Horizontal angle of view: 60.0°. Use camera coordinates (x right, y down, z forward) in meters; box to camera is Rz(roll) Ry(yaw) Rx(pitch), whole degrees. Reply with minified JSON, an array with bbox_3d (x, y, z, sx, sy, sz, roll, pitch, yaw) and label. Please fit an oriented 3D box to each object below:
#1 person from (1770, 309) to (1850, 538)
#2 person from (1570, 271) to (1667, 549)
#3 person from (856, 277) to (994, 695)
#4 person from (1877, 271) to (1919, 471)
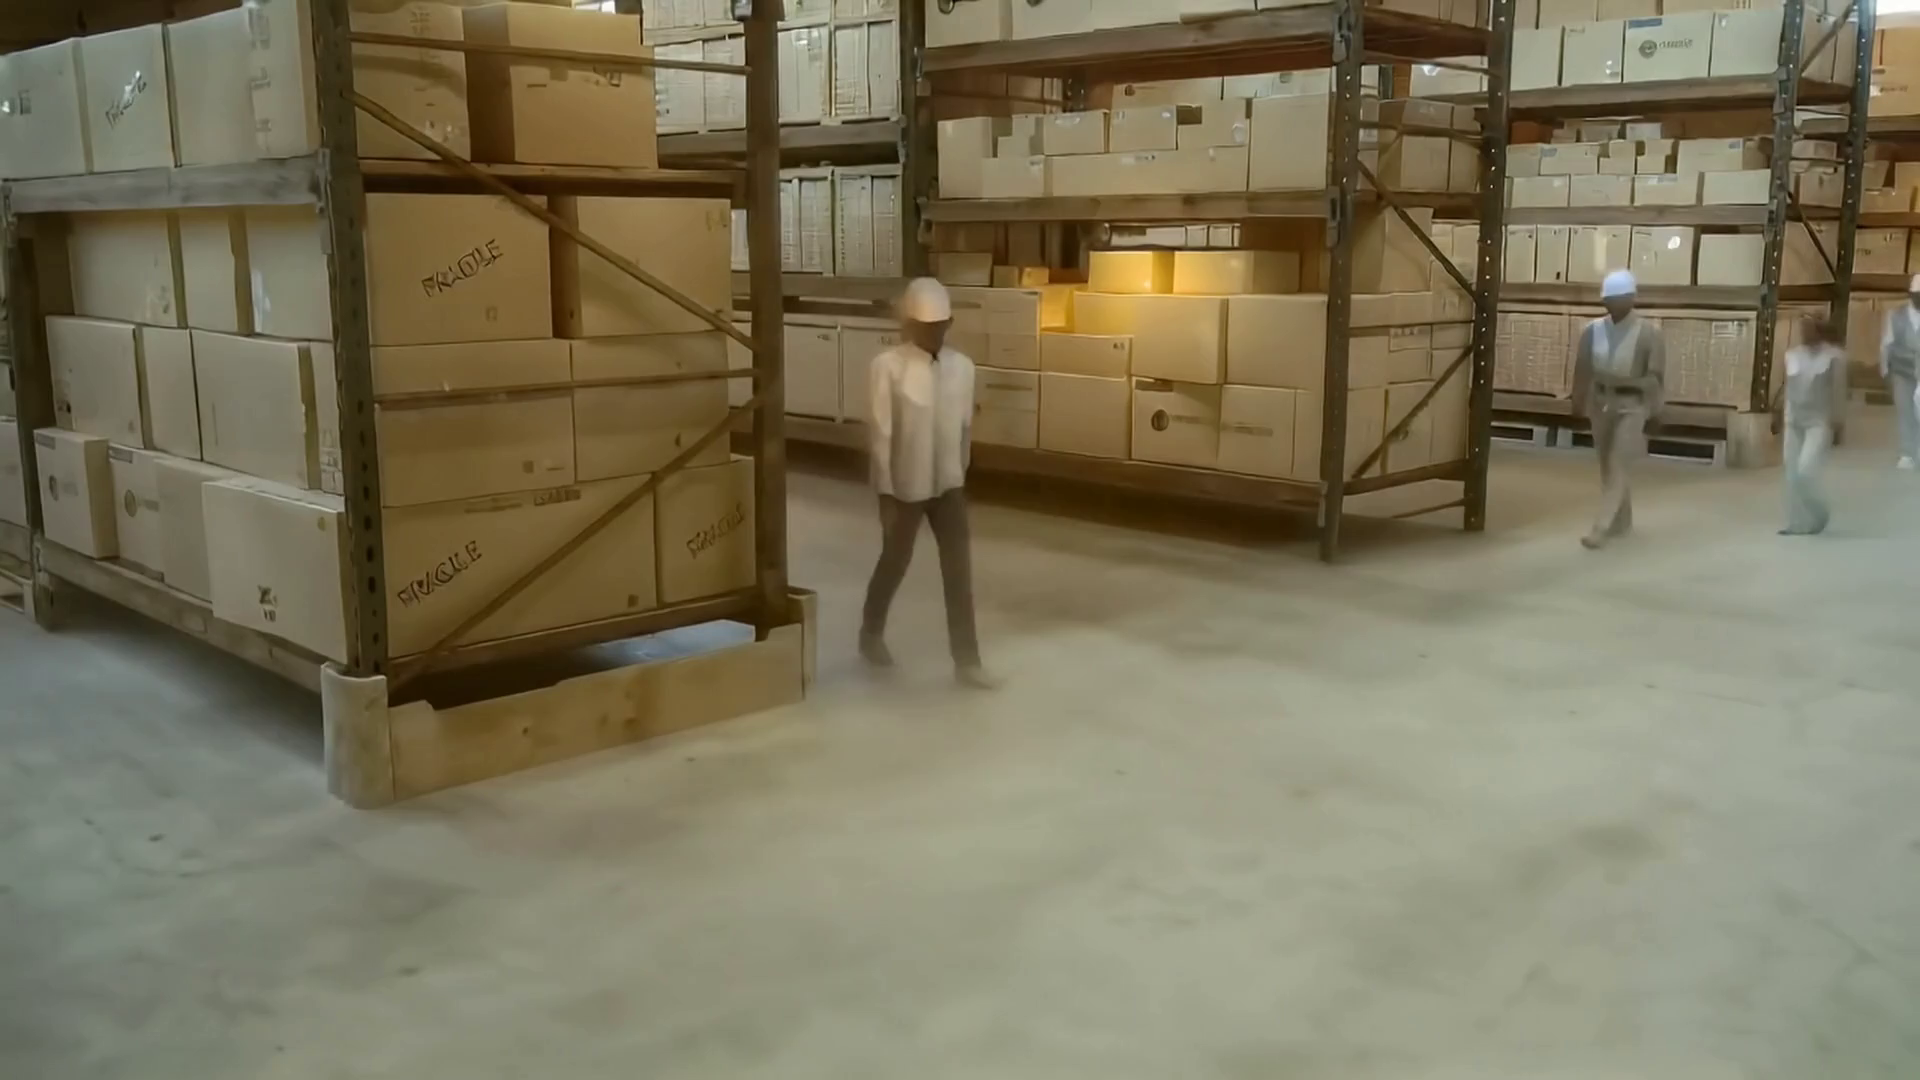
[{"bbox_3d":[5.934,-0.806,11.666,0.375,1.624,0.536,-5,11,-24],"label":"person"},{"bbox_3d":[4.537,-0.908,11.527,0.617,1.887,1.032,10,14,44],"label":"person"},{"bbox_3d":[-0.214,-0.280,7.965,0.619,1.952,0.940,-6,12,-29],"label":"person"},{"bbox_3d":[8.651,-1.522,15.099,0.599,1.800,0.748,9,14,40],"label":"person"}]
